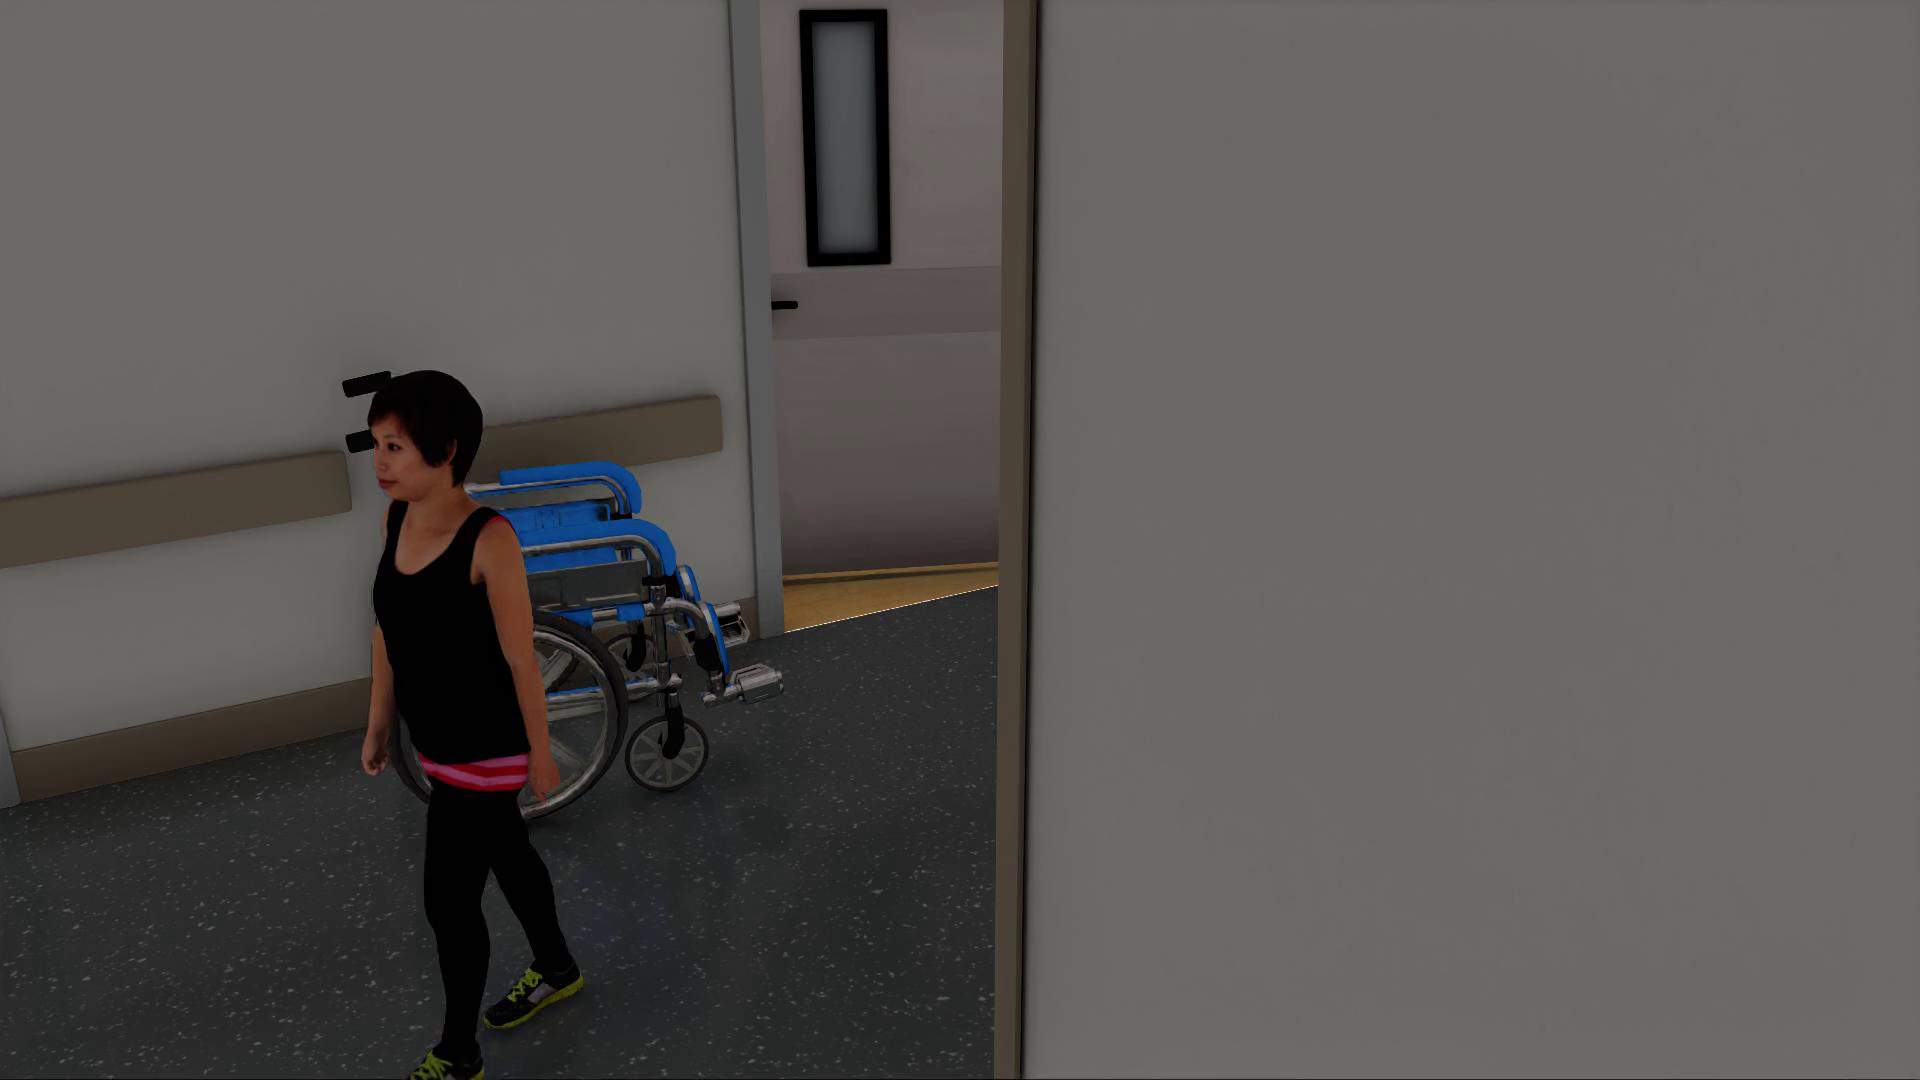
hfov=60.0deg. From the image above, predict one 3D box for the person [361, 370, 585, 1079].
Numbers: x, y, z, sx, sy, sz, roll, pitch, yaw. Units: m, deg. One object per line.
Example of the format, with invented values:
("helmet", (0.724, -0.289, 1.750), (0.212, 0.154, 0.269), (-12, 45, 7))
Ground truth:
("person", (-0.970, 0.383, 3.522), (0.678, 1.531, 0.867), (19, 28, 41))
